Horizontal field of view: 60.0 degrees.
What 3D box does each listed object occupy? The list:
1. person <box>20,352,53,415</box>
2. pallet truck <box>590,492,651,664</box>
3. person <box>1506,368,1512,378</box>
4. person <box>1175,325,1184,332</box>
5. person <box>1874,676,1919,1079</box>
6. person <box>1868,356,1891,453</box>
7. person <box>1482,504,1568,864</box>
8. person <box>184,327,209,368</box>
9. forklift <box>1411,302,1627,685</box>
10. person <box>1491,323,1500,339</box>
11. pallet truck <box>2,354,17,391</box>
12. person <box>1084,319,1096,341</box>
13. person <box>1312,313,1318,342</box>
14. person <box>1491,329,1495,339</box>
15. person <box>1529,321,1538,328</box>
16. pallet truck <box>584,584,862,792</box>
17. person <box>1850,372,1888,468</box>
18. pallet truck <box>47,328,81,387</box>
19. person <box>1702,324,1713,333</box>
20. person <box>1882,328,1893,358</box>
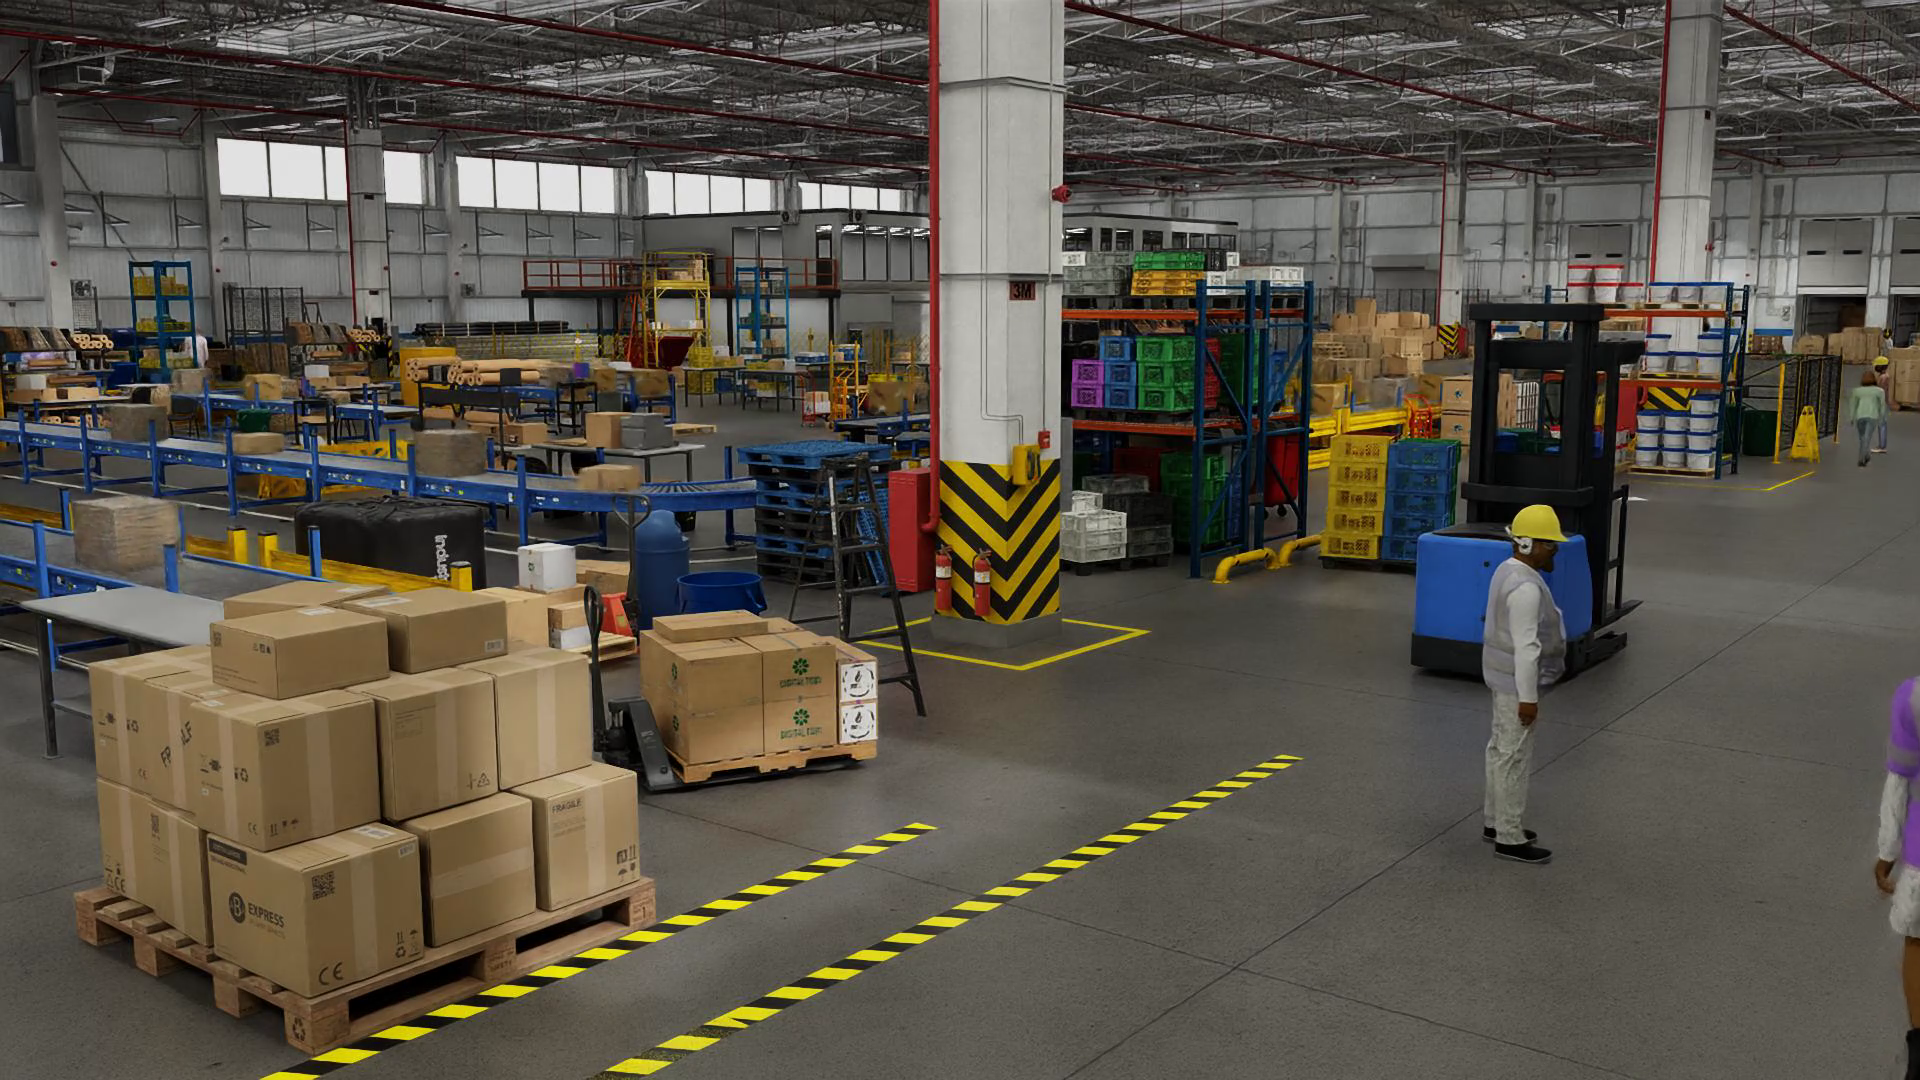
[{"bbox_3d":[-20.167,-3.478,36.289,0.609,1.992,1.052,-1,9,-8],"label":"person"},{"bbox_3d":[-3.115,0.344,12.883,0.653,1.274,1.630,7,11,37],"label":"pallet truck"},{"bbox_3d":[13.461,-3.908,40.368,0.854,1.635,0.589,-4,9,-24],"label":"person"},{"bbox_3d":[6.910,-5.997,53.636,0.772,1.885,0.560,8,11,41],"label":"person"},{"bbox_3d":[3.484,1.094,5.748,0.556,1.917,0.601,5,10,32],"label":"person"},{"bbox_3d":[16.725,-2.459,30.246,0.346,1.760,0.523,3,9,20],"label":"person"},{"bbox_3d":[2.894,0.723,8.550,0.404,1.829,0.591,1,9,9],"label":"person"},{"bbox_3d":[-22.958,-5.466,50.047,0.669,1.896,0.530,-4,9,-22],"label":"person"},{"bbox_3d":[4.379,-0.438,12.852,1.129,2.768,1.873,7,11,37],"label":"forklift"},{"bbox_3d":[17.960,-6.383,56.166,0.542,1.915,0.646,3,9,21],"label":"person"},{"bbox_3d":[-24.881,-4.417,42.634,1.885,1.965,0.823,8,11,41],"label":"pallet truck"},{"bbox_3d":[5.181,-7.867,66.314,0.400,1.868,0.588,7,11,39],"label":"person"},{"bbox_3d":[17.979,-10.581,84.487,0.611,1.910,0.592,5,10,30],"label":"person"},{"bbox_3d":[13.773,-4.545,43.508,0.381,1.993,0.622,1,9,9],"label":"person"},{"bbox_3d":[26.295,-9.321,76.218,0.429,1.841,0.634,1,8,4],"label":"person"},{"bbox_3d":[-1.426,0.805,10.019,1.601,1.201,0.680,-4,9,-26],"label":"pallet truck"},{"bbox_3d":[15.183,-2.012,27.797,0.890,1.582,0.507,-8,11,-42],"label":"person"},{"bbox_3d":[-23.775,-4.544,43.495,1.885,1.965,0.823,6,10,35],"label":"pallet truck"},{"bbox_3d":[26.423,-6.752,58.979,0.632,1.831,0.478,0,8,1],"label":"person"},{"bbox_3d":[27.110,-5.254,48.711,0.321,1.871,0.532,5,10,29],"label":"person"}]
